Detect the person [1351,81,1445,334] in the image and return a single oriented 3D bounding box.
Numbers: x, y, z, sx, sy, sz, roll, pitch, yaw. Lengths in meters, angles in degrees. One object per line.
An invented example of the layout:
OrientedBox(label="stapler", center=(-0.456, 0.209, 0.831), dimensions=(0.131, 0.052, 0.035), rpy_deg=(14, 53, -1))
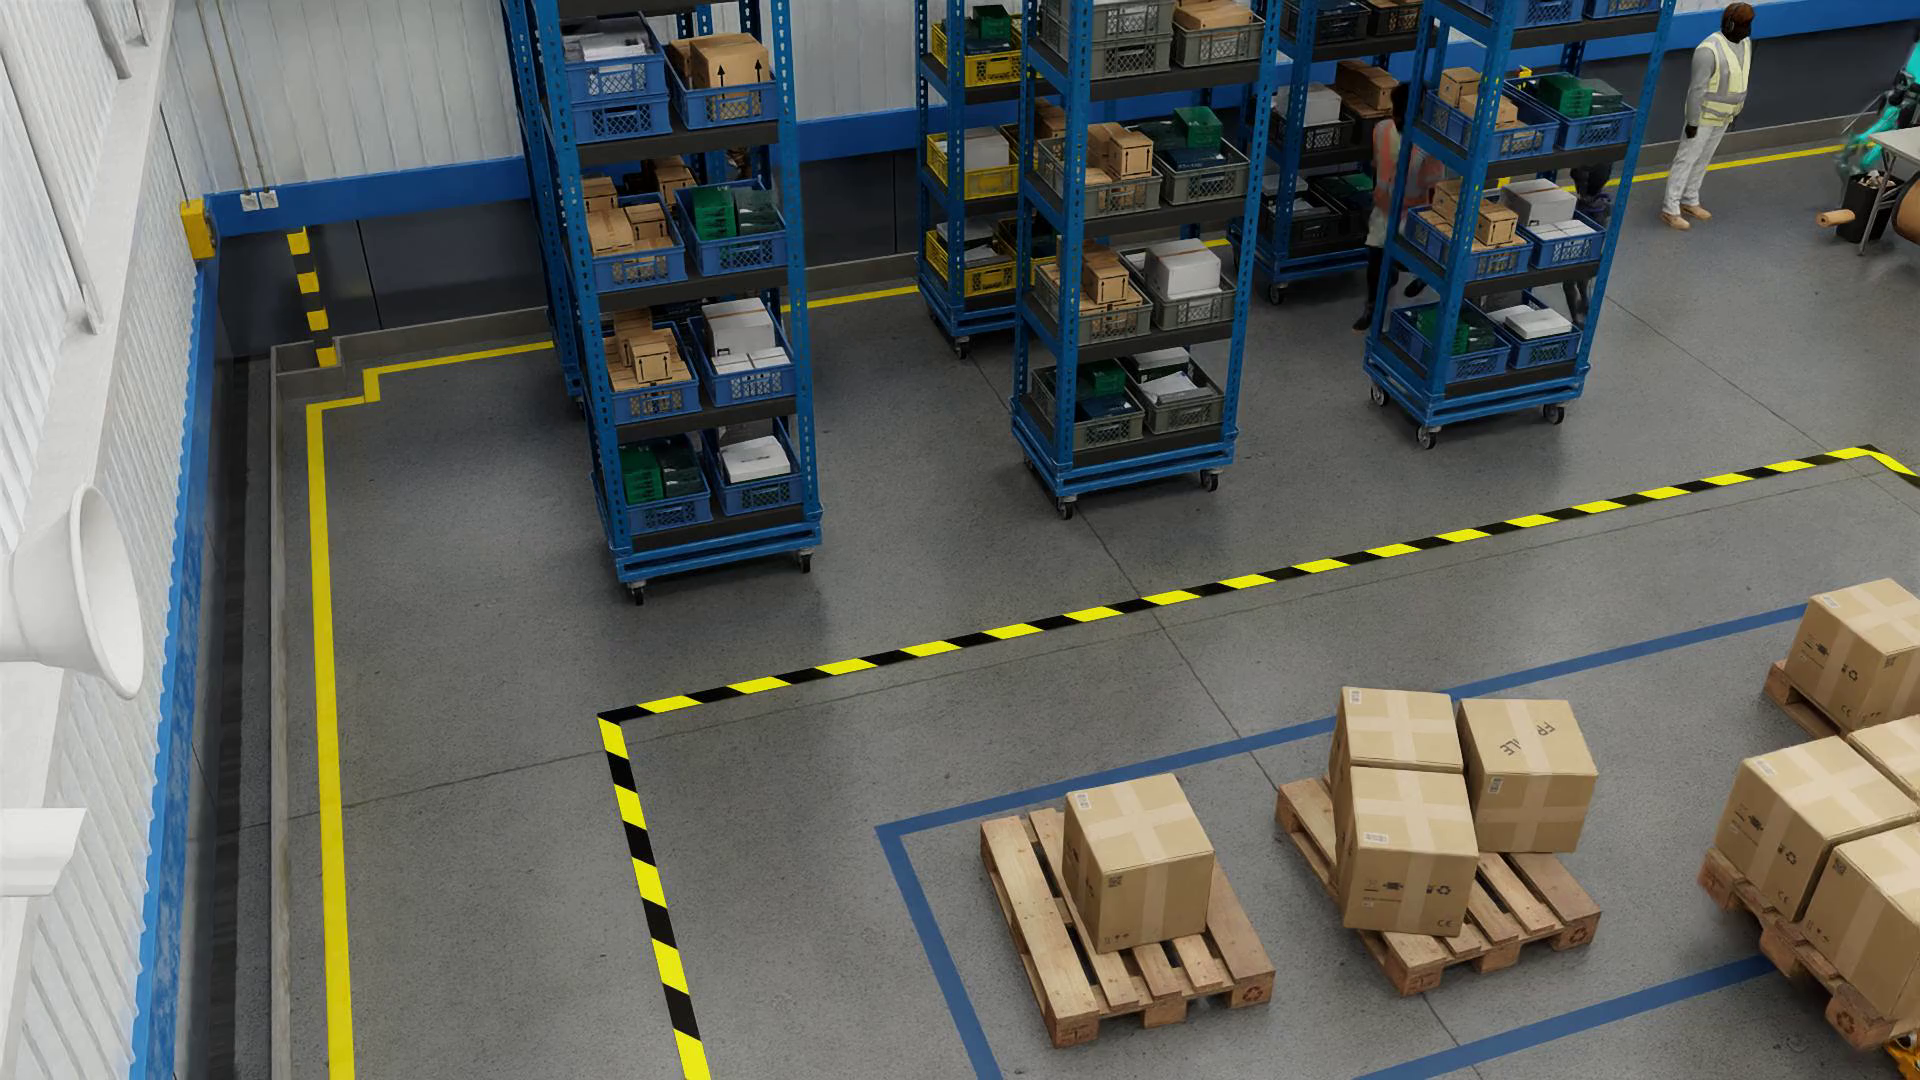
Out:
OrientedBox(label="person", center=(3.271, -2.453, 12.108), dimensions=(0.752, 1.923, 0.613), rpy_deg=(-28, 44, -34))

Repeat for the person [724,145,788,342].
OrientedBox(label="person", center=(-1.378, -1.865, 11.252), dimensions=(0.373, 1.939, 0.629), rpy_deg=(-10, 36, -14))

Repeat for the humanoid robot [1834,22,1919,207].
OrientedBox(label="humanoid robot", center=(7.637, -3.509, 13.759), dimensions=(0.695, 1.791, 0.539), rpy_deg=(0, 35, -1))

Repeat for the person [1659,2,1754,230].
OrientedBox(label="person", center=(6.152, -3.473, 13.614), dimensions=(0.618, 1.845, 0.430), rpy_deg=(-24, 41, -30))

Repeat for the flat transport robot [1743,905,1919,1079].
OrientedBox(label="flat transport robot", center=(4.112, 1.823, 7.447), dimensions=(0.652, 0.197, 1.431), rpy_deg=(-11, 37, -15))

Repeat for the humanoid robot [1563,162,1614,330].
OrientedBox(label="humanoid robot", center=(4.575, -2.320, 12.135), dimensions=(0.409, 1.636, 0.648), rpy_deg=(19, 39, 24))
